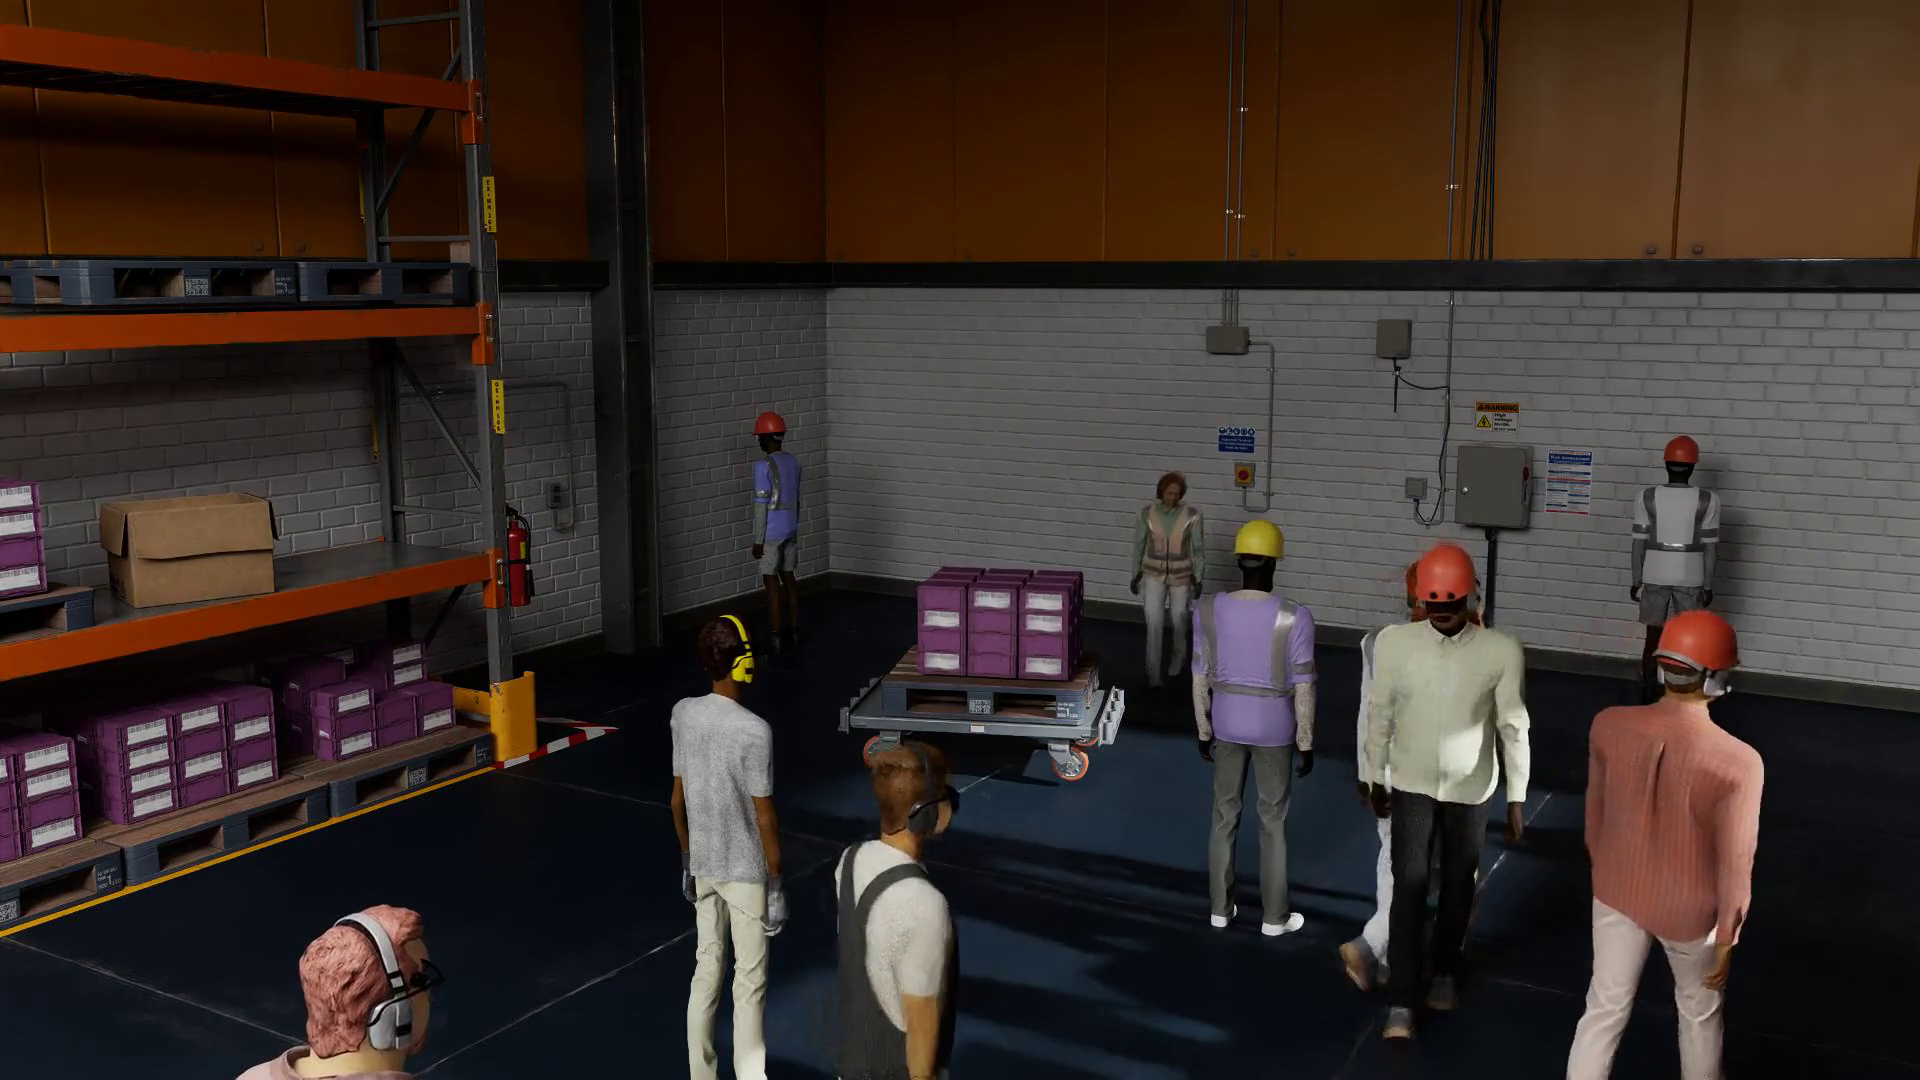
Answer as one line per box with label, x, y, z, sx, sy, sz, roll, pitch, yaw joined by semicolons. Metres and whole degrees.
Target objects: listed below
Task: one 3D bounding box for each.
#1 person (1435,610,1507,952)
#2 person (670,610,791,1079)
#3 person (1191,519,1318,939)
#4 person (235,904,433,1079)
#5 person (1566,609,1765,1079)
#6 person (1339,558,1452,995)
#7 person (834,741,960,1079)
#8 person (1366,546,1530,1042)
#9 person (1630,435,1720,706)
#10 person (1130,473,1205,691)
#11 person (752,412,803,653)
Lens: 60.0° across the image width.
person;2.206;1.049;7.449;0.512;1.590;0.825;5;10;28
person;-0.792;1.170;5.851;0.514;1.872;0.328;7;11;37
person;1.345;0.861;7.608;0.586;1.925;0.369;5;10;28
person;-1.049;1.599;3.062;0.645;1.907;0.400;5;10;29
person;2.315;1.189;5.518;1.013;1.954;0.620;-8;12;-43
person;1.808;1.008;6.892;0.607;1.865;0.591;-6;11;-34
person;-0.240;1.432;4.425;0.855;1.817;0.512;-6;11;-32
person;1.914;1.010;6.565;0.627;1.953;0.947;2;9;15
person;4.863;0.255;11.348;0.546;1.939;0.375;4;10;25
person;1.527;0.285;12.250;0.557;1.592;0.879;1;9;9
person;-1.498;-0.065;13.381;0.382;1.931;0.540;5;10;27
